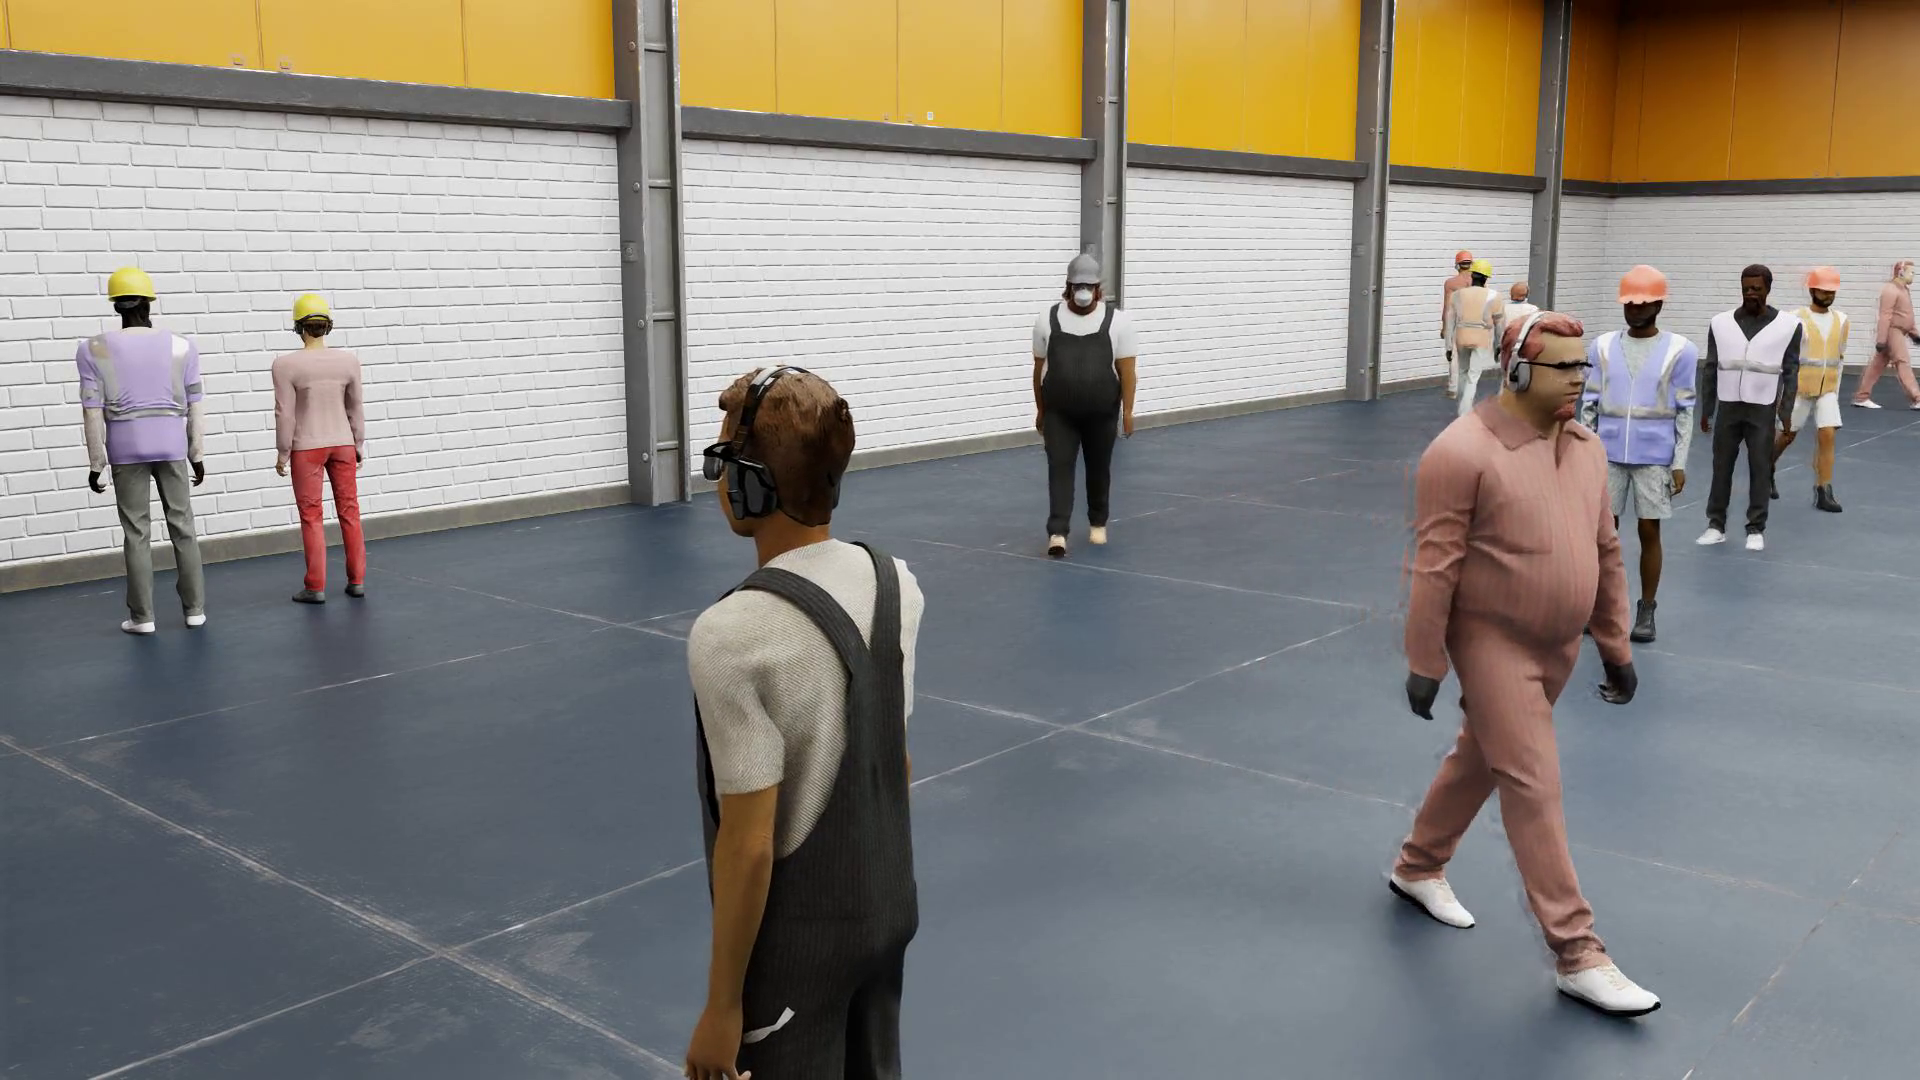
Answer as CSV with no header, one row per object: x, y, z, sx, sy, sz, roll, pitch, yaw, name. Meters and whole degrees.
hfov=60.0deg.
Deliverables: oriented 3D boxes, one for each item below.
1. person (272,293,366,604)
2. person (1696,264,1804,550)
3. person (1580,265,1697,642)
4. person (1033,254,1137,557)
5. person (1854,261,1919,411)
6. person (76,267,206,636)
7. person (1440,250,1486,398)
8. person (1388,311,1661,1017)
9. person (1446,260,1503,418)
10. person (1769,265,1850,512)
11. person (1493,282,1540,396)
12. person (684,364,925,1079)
-3.658,-0.517,9.510,0.310,1.768,0.533,9,13,42,person
5.318,-0.896,11.235,0.594,1.917,0.384,7,12,36,person
3.460,-0.437,8.570,0.551,1.932,0.378,7,12,35,person
0.824,-0.929,11.070,0.697,2.000,1.038,1,10,6,person
11.762,-2.540,20.772,1.003,1.853,0.640,7,12,33,person
-4.271,-0.458,8.723,0.589,1.923,0.383,-7,12,-36,person
6.779,-2.907,22.468,0.622,1.990,0.396,-2,10,-12,person
1.586,0.294,4.649,0.666,1.852,1.020,-6,12,-32,person
5.903,-2.245,19.025,0.592,1.873,0.951,6,12,32,person
6.655,-1.209,13.088,0.559,1.903,0.959,-1,10,-3,person
6.554,-2.212,19.573,0.521,1.625,0.371,8,13,37,person
-0.250,0.646,2.660,0.351,1.847,0.507,6,12,31,person
